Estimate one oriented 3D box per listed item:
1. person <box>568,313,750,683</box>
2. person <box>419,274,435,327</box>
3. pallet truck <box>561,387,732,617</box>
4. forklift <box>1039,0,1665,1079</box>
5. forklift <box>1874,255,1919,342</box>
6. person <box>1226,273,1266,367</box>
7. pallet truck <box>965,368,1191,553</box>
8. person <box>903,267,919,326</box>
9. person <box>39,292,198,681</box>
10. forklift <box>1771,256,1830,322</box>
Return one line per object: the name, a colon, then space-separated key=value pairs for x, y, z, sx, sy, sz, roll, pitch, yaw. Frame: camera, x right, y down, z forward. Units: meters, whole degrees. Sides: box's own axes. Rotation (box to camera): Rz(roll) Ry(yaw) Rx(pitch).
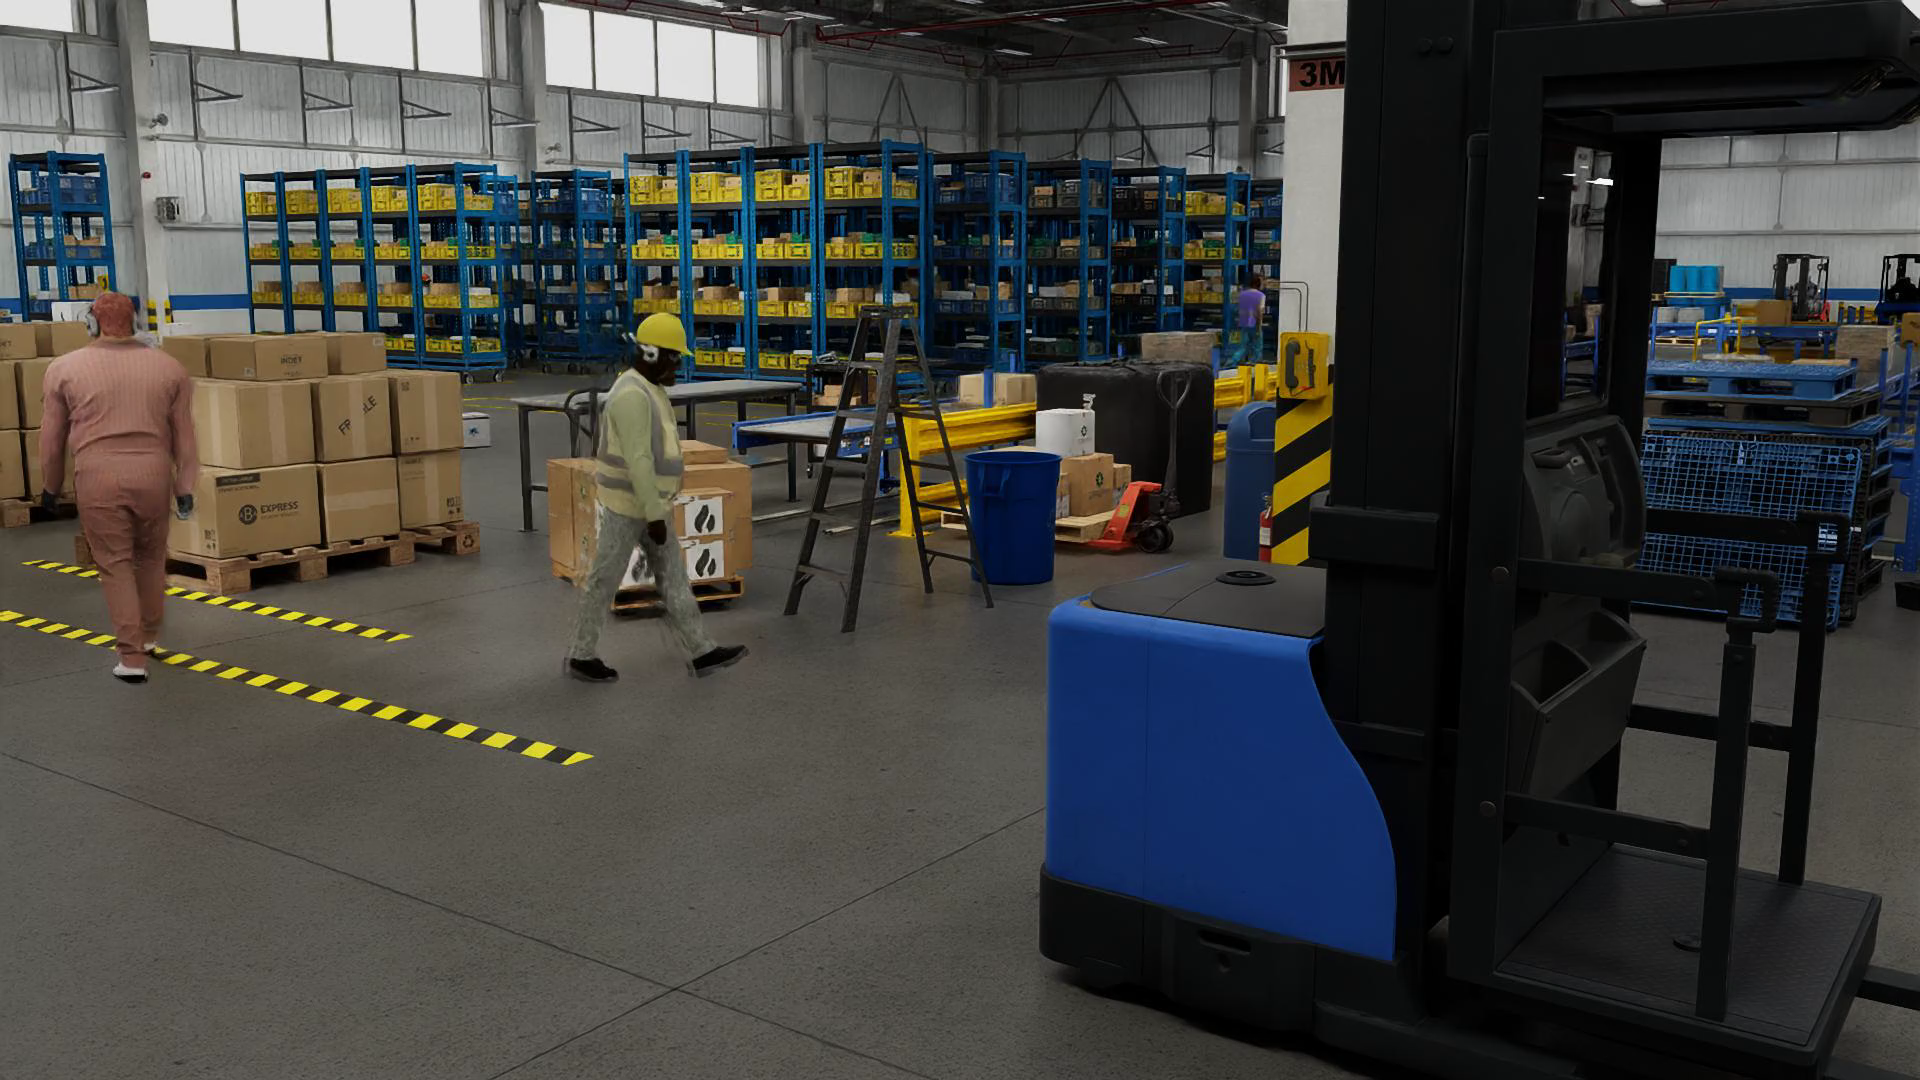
person: x=-1.484 y=-0.191 z=7.975 sx=0.918 sy=1.768 sz=0.635 roll=1 pitch=10 yaw=4
person: x=-11.551 y=-4.892 z=36.064 sx=0.359 sy=1.743 sz=0.563 roll=5 pitch=11 yaw=25
pallet truck: x=-1.981 y=-0.274 z=10.088 sx=0.680 sy=1.201 sz=1.601 roll=-5 pitch=11 yaw=-28
forklift: x=1.249 y=-0.137 z=4.360 sx=1.873 sy=2.768 sz=1.129 roll=7 pitch=12 yaw=35
forklift: x=22.089 y=-5.634 z=38.796 sx=1.157 sy=1.987 sz=2.680 roll=6 pitch=11 yaw=33
person: x=4.879 y=-3.597 z=28.139 sx=0.760 sy=1.816 sz=0.576 roll=-9 pitch=13 yaw=-42
pallet truck: x=0.845 y=-0.609 z=11.869 sx=1.630 sy=1.274 sz=0.653 roll=7 pitch=12 yaw=35
person: x=-0.979 y=-4.491 z=32.800 sx=0.571 sy=2.029 sz=0.647 roll=7 pitch=12 yaw=35
person: x=-4.167 y=-0.279 z=8.228 sx=0.663 sy=1.867 sz=0.960 roll=-8 pitch=12 yaw=-38
forklift: x=20.253 y=-5.854 z=40.139 sx=1.157 sy=1.987 sz=2.680 roll=7 pitch=12 yaw=35
